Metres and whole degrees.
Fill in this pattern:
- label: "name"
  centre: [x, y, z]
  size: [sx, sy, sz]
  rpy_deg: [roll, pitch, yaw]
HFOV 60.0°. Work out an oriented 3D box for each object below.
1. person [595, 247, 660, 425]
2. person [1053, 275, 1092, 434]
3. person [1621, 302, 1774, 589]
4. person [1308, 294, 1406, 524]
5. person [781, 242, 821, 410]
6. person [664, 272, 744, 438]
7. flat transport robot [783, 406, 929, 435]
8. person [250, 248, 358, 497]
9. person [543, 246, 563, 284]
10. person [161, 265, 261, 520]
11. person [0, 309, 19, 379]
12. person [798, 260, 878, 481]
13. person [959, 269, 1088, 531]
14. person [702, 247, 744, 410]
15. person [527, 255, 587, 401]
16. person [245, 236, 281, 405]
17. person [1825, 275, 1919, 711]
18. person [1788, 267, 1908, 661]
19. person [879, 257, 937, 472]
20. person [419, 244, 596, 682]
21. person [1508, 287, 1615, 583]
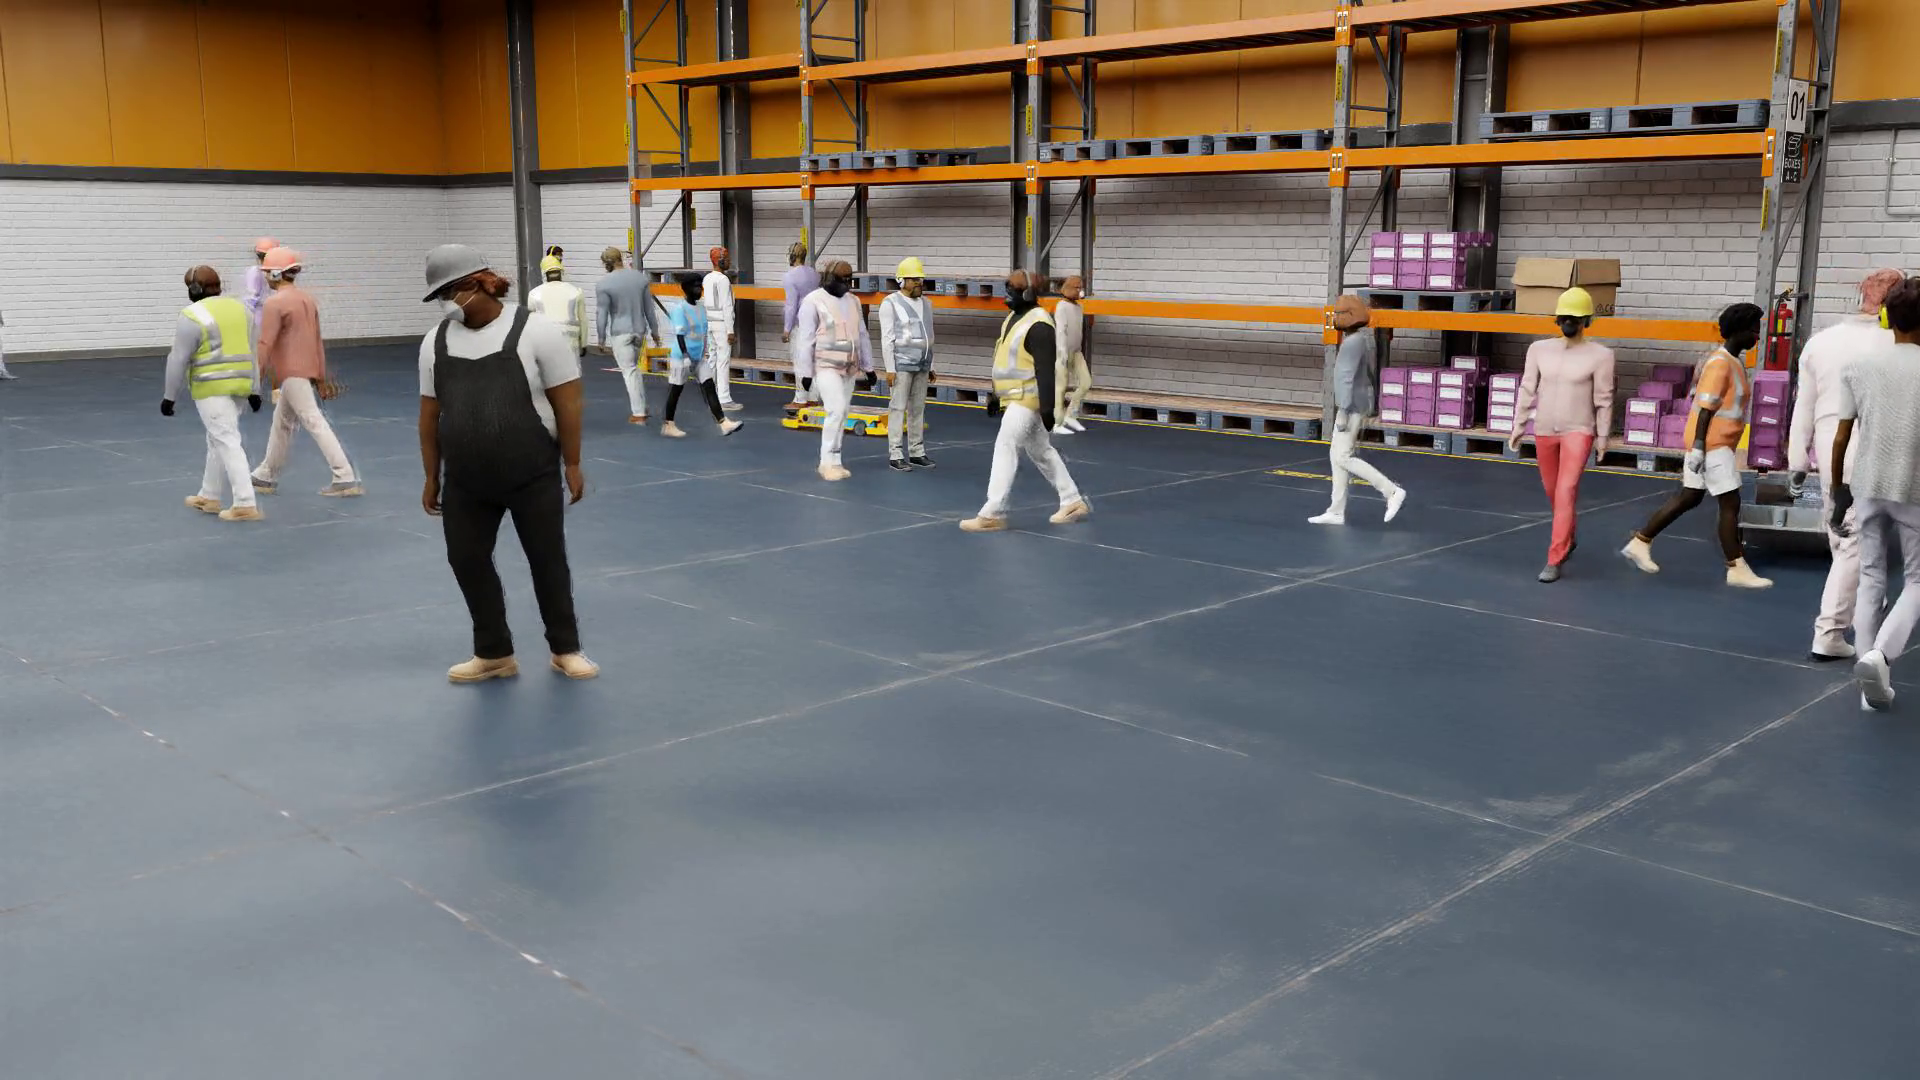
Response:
- label: "person"
  centre: [-3.576, -2.173, 17.781]
  size: [0.590, 1.895, 0.711]
  rpy_deg: [10, 14, 43]
- label: "person"
  centre: [1.123, -1.874, 16.928]
  size: [0.392, 1.622, 0.517]
  rpy_deg: [8, 13, 37]
- label: "person"
  centre: [4.335, -0.569, 9.723]
  size: [0.849, 1.654, 0.540]
  rpy_deg: [6, 12, 31]
- label: "person"
  centre: [2.767, -0.886, 11.518]
  size: [0.579, 1.617, 0.505]
  rpy_deg: [2, 11, 12]
- label: "person"
  centre: [-1.845, -2.461, 19.242]
  size: [0.372, 1.941, 0.627]
  rpy_deg: [6, 12, 29]
- label: "person"
  centre: [-2.606, -1.816, 16.509]
  size: [0.872, 1.642, 0.544]
  rpy_deg: [5, 12, 26]
- label: "flat transport robot"
  centre: [-1.087, -1.254, 17.211]
  size: [1.431, 0.197, 0.652]
  rpy_deg: [7, 13, 35]
- label: "person"
  centre: [-5.187, -1.287, 12.896]
  size: [1.080, 1.932, 0.607]
  rpy_deg: [0, 10, 3]
- label: "person"
  centre: [-5.918, -3.365, 24.383]
  size: [0.328, 1.864, 0.510]
  rpy_deg: [1, 10, 7]
- label: "person"
  centre: [-5.382, -1.043, 11.872]
  size: [0.879, 1.800, 0.655]
  rpy_deg: [4, 11, 19]
- label: "person"
  centre: [-13.690, -3.117, 23.333]
  size: [0.692, 1.748, 0.523]
  rpy_deg: [-3, 11, -13]
- label: "person"
  centre: [-0.987, -1.395, 13.768]
  size: [0.545, 1.814, 0.629]
  rpy_deg: [8, 13, 38]
- label: "person"
  centre: [0.479, -0.967, 11.503]
  size: [0.960, 1.801, 0.625]
  rpy_deg: [-2, 11, -12]
- label: "person"
  centre: [-2.774, -2.442, 19.297]
  size: [0.356, 1.882, 0.574]
  rpy_deg: [-7, 13, -34]
- label: "person"
  centre: [-4.206, -2.055, 17.383]
  size: [0.612, 1.809, 0.562]
  rpy_deg: [-2, 11, -10]
- label: "person"
  centre: [-8.330, -2.576, 19.697]
  size: [0.738, 2.020, 0.628]
  rpy_deg: [-1, 10, -4]
- label: "person"
  centre: [3.911, -0.169, 6.968]
  size: [0.542, 1.856, 0.529]
  rpy_deg: [9, 14, 41]
- label: "person"
  centre: [4.448, -0.372, 8.047]
  size: [0.982, 1.854, 0.670]
  rpy_deg: [-7, 13, -34]
- label: "person"
  centre: [-0.425, -1.513, 14.362]
  size: [0.404, 1.833, 0.590]
  rpy_deg: [9, 14, 41]
- label: "person"
  centre: [-2.054, -0.348, 7.440]
  size: [0.753, 2.000, 0.560]
  rpy_deg: [1, 10, 5]
- label: "person"
  centre: [3.643, -0.657, 9.989]
  size: [0.532, 1.724, 0.899]
  rpy_deg: [9, 14, 41]
